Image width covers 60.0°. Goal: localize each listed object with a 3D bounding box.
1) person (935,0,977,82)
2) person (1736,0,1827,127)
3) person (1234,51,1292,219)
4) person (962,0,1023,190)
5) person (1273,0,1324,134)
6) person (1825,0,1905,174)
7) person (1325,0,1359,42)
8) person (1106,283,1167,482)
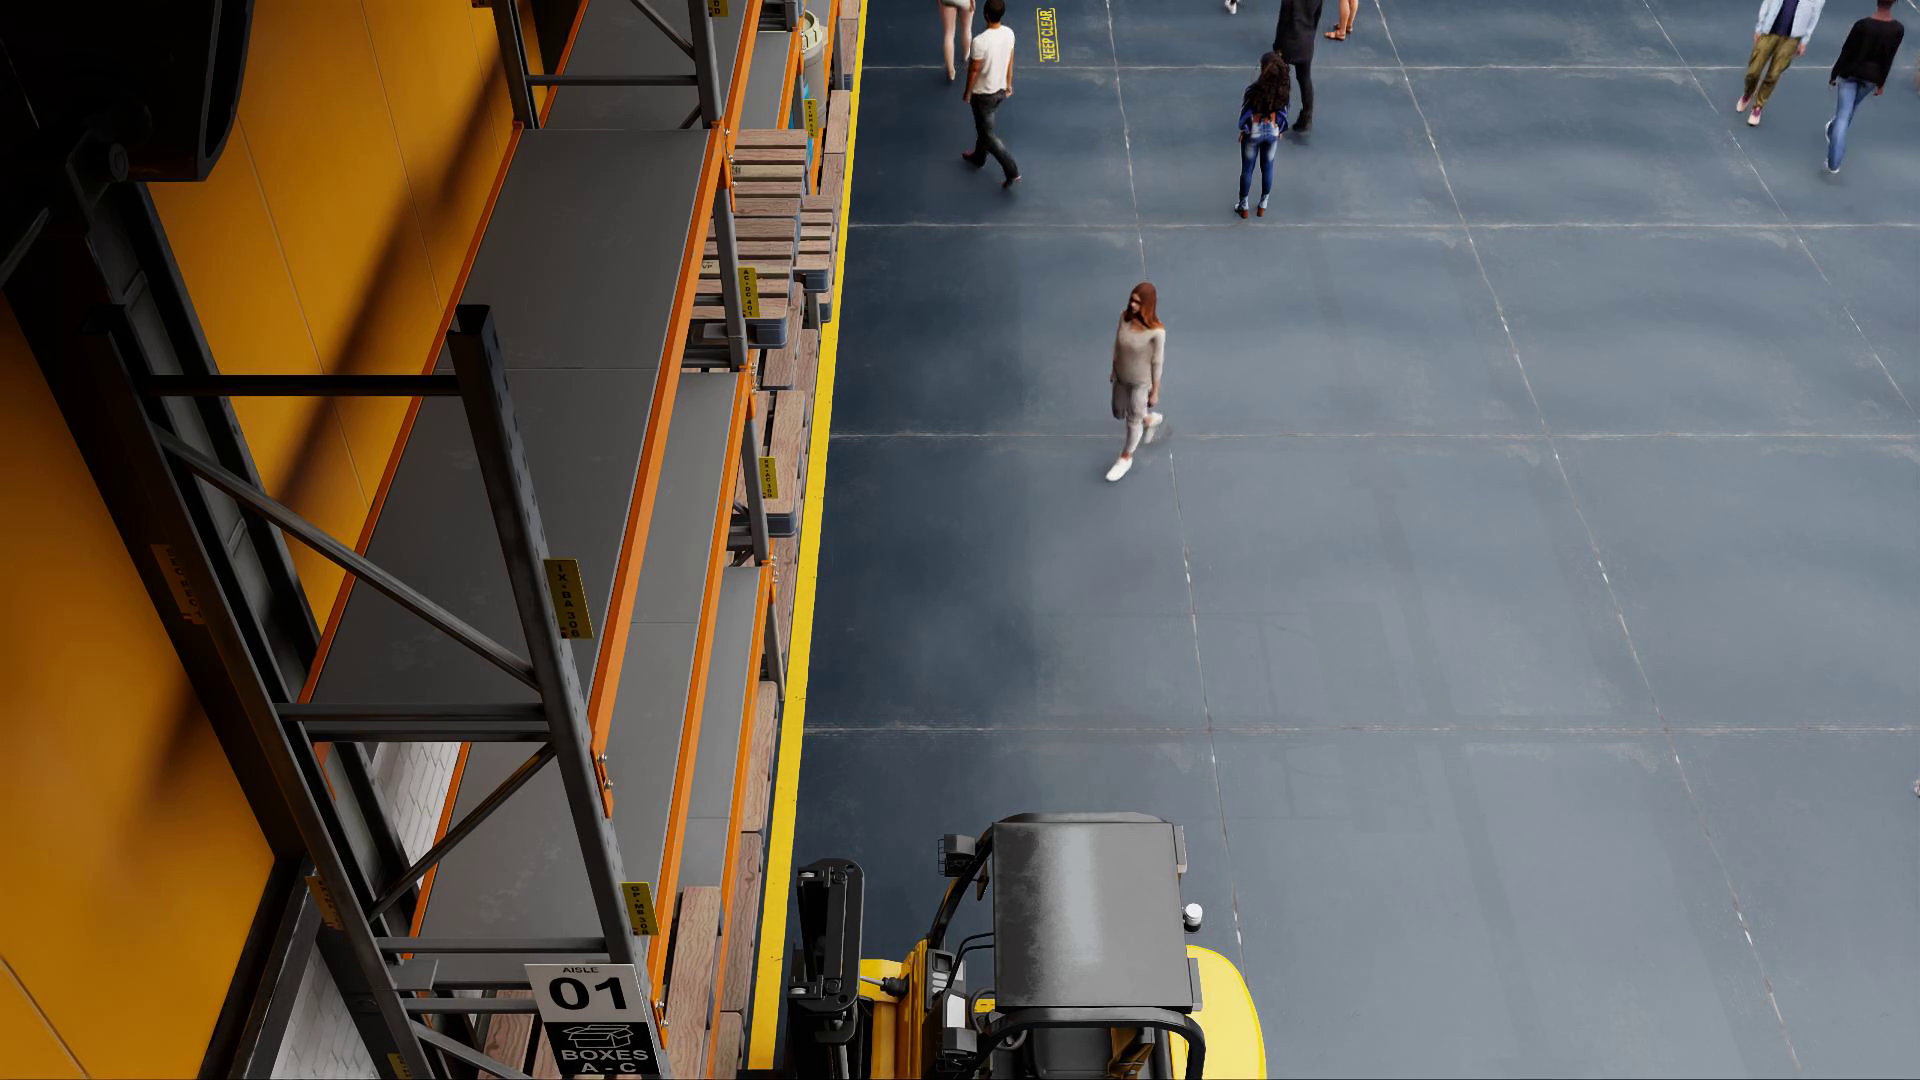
[{"bbox_3d":[-0.054,-5.413,16.753,0.602,1.615,0.902,3,44,3],"label":"person"},{"bbox_3d":[7.958,-4.905,16.089,0.820,1.794,0.851,22,48,21],"label":"person"},{"bbox_3d":[2.695,-3.626,14.883,0.623,1.607,0.570,-4,44,-4],"label":"person"},{"bbox_3d":[0.316,-4.074,15.228,1.142,1.780,1.101,33,53,30],"label":"person"},{"bbox_3d":[3.267,-4.752,15.961,0.861,1.750,1.192,-13,45,-13],"label":"person"},{"bbox_3d":[8.350,-4.240,15.459,0.836,1.702,1.229,12,45,13],"label":"person"},{"bbox_3d":[4.101,-6.024,17.411,0.723,1.592,0.649,29,51,27],"label":"person"},{"bbox_3d":[1.348,-1.221,12.297,0.974,1.691,0.917,-35,53,-31],"label":"person"}]
